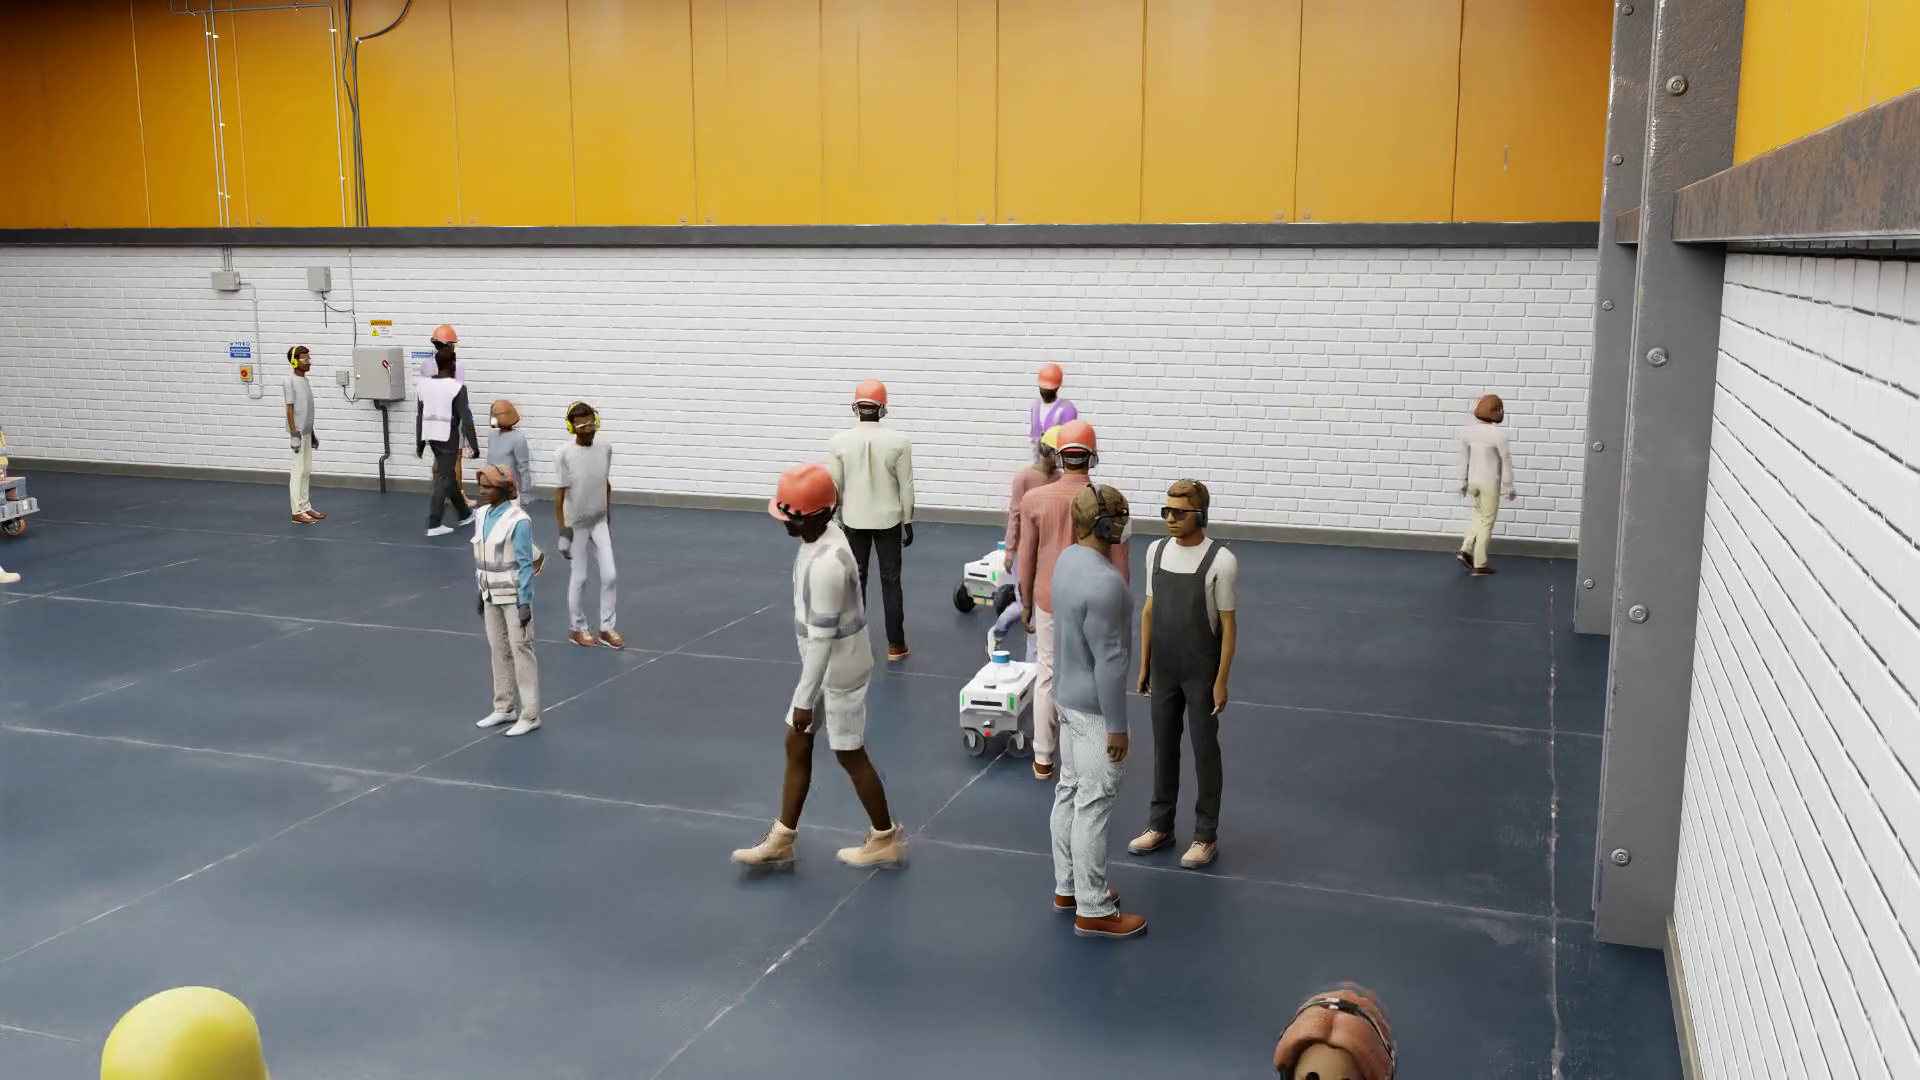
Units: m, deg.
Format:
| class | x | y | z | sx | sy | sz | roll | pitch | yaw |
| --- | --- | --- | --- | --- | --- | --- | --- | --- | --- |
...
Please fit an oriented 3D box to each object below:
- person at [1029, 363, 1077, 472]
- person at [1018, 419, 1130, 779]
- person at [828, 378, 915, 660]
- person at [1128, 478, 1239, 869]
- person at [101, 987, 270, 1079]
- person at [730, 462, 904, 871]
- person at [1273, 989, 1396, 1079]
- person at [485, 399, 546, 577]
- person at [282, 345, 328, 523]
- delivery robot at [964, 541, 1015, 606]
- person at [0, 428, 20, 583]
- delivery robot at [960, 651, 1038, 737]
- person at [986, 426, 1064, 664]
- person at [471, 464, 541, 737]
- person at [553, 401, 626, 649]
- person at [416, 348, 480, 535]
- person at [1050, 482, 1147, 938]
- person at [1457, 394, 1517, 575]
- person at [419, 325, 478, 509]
| class | x | y | z | sx | sy | sz | roll | pitch | yaw |
| --- | --- | --- | --- | --- | --- | --- | --- | --- | --- |
| person | 0.828 | -0.632 | 14.779 | 0.518 | 1.899 | 0.608 | -7 | 12 | -35 |
| person | 0.620 | 0.335 | 9.091 | 0.615 | 1.987 | 0.407 | 1 | 10 | 8 |
| person | -0.616 | -0.137 | 11.718 | 0.608 | 1.995 | 0.382 | 1 | 10 | 4 |
| person | 1.061 | 0.621 | 7.873 | 0.506 | 1.846 | 0.345 | 8 | 13 | 39 |
| person | -1.035 | 1.567 | 2.388 | 0.609 | 1.897 | 0.791 | -5 | 11 | -27 |
| person | -0.669 | 0.604 | 7.595 | 0.896 | 1.975 | 0.698 | -2 | 10 | -13 |
| person | 0.641 | 1.606 | 2.987 | 0.549 | 1.595 | 0.820 | 4 | 11 | 23 |
| person | -3.879 | -0.409 | 14.312 | 0.505 | 1.622 | 0.407 | 10 | 14 | 44 |
| person | -6.948 | -1.119 | 17.600 | 0.327 | 1.874 | 0.519 | 0 | 10 | 0 |
| delivery robot | 0.353 | 0.253 | 13.297 | 0.477 | 0.478 | 0.707 | 8 | 13 | 37 |
| person | -8.499 | -0.539 | 14.433 | 0.621 | 1.838 | 0.429 | 9 | 13 | 41 |
| delivery robot | 0.239 | 0.892 | 9.717 | 0.477 | 0.478 | 0.707 | 3 | 10 | 15 |
| person | 0.485 | 0.080 | 11.233 | 0.590 | 1.725 | 0.551 | -8 | 13 | -39 |
| person | -2.724 | 0.353 | 9.970 | 0.520 | 1.637 | 0.311 | 9 | 13 | 41 |
| person | -2.698 | -0.095 | 11.965 | 0.514 | 1.821 | 0.644 | -9 | 13 | -41 |
| person | -5.184 | -1.023 | 17.038 | 0.632 | 1.872 | 0.963 | 5 | 11 | 27 |
| person | 0.575 | 0.715 | 7.084 | 0.372 | 1.940 | 0.630 | -3 | 10 | -14 |
| person | 4.681 | -0.483 | 14.735 | 0.347 | 1.620 | 0.502 | -5 | 11 | -24 |
| person | -5.680 | -1.359 | 18.465 | 0.604 | 2.044 | 0.375 | 5 | 11 | 25 |
